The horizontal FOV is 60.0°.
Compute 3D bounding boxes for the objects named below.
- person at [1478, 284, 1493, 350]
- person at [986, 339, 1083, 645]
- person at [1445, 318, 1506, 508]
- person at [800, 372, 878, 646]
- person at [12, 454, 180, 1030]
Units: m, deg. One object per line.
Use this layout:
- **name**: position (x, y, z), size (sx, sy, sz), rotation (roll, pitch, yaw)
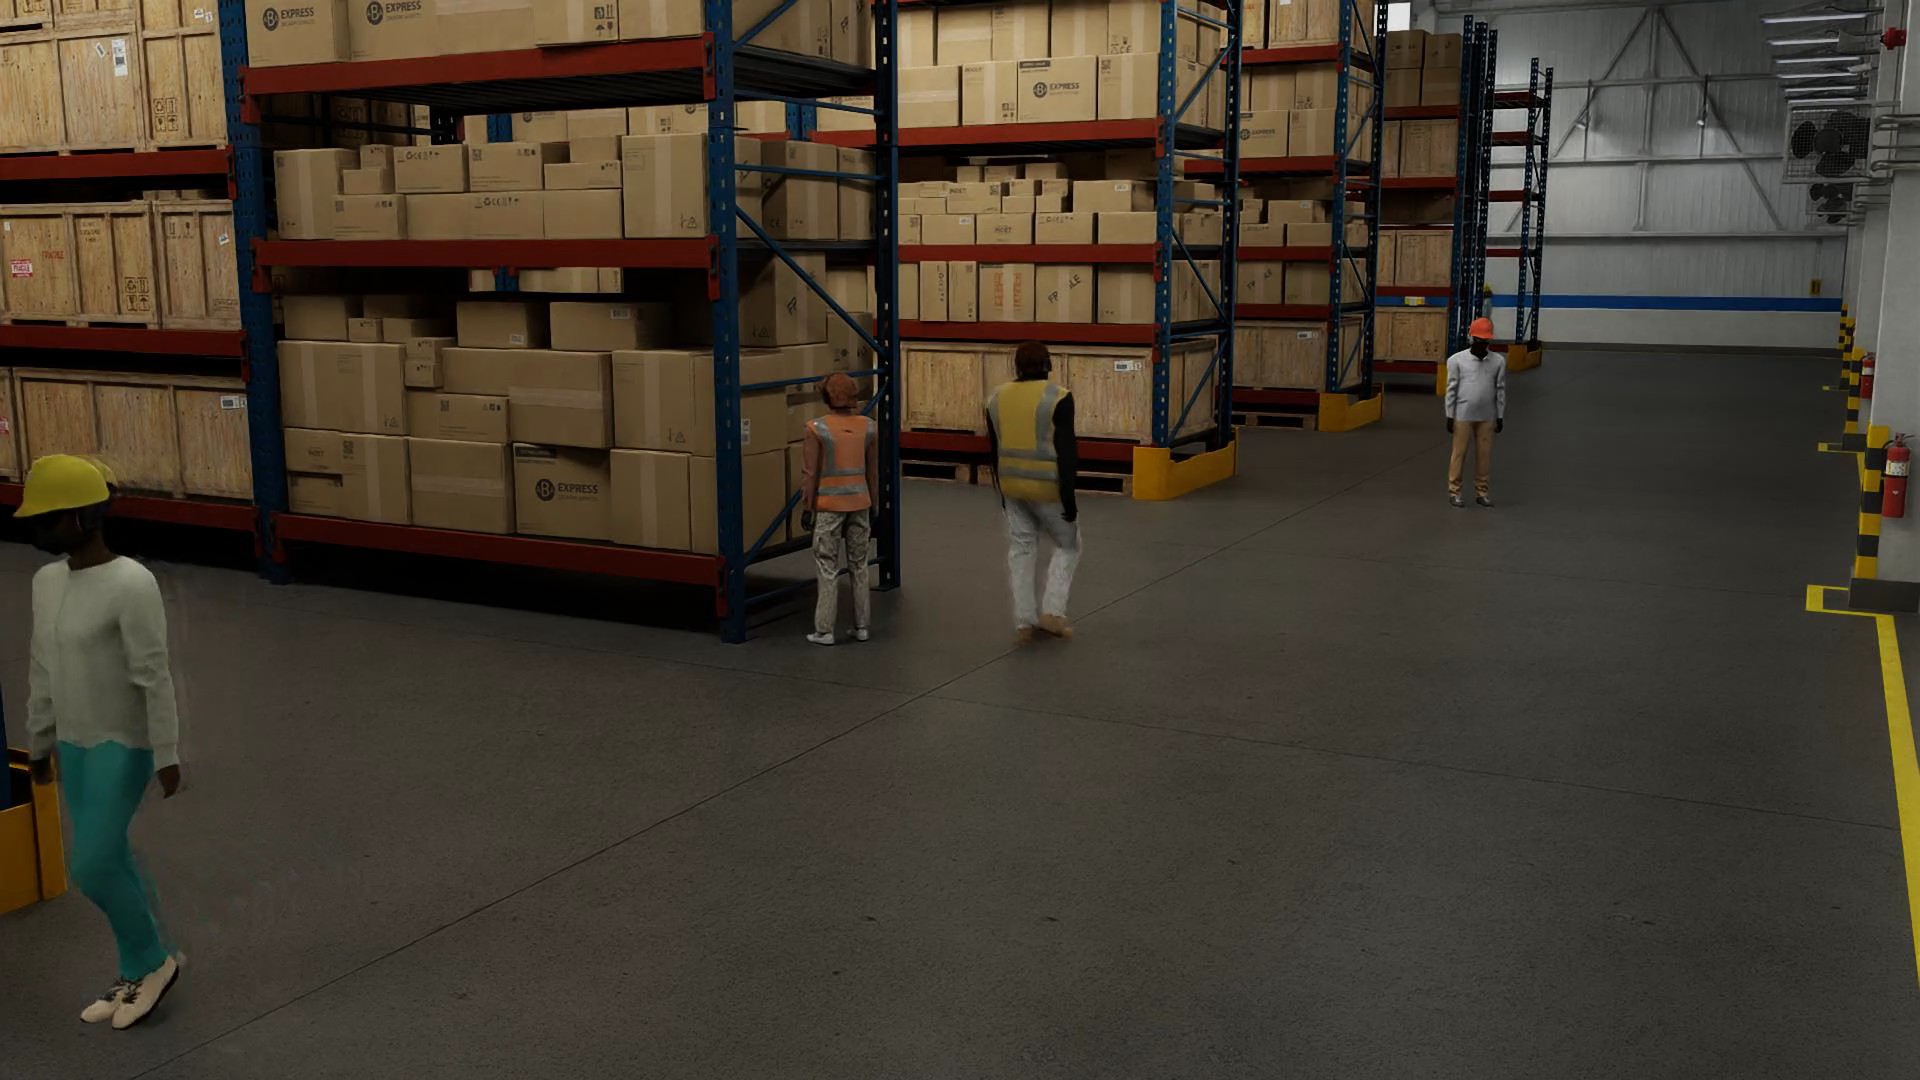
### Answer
- **person**: position (10.197, -4.117, 32.397), size (0.329, 1.734, 0.506), rotation (5, 11, 27)
- **person**: position (0.465, -0.283, 9.954), size (0.650, 1.820, 0.477), rotation (8, 12, 38)
- **person**: position (4.732, -1.161, 15.253), size (0.567, 1.744, 0.351), rotation (-1, 10, -4)
- **person**: position (-0.708, -0.182, 9.913), size (0.523, 1.631, 0.319), rotation (-7, 12, -34)
- **person**: position (-2.586, 0.615, 4.961), size (0.548, 1.745, 0.426), rotation (5, 11, 29)
